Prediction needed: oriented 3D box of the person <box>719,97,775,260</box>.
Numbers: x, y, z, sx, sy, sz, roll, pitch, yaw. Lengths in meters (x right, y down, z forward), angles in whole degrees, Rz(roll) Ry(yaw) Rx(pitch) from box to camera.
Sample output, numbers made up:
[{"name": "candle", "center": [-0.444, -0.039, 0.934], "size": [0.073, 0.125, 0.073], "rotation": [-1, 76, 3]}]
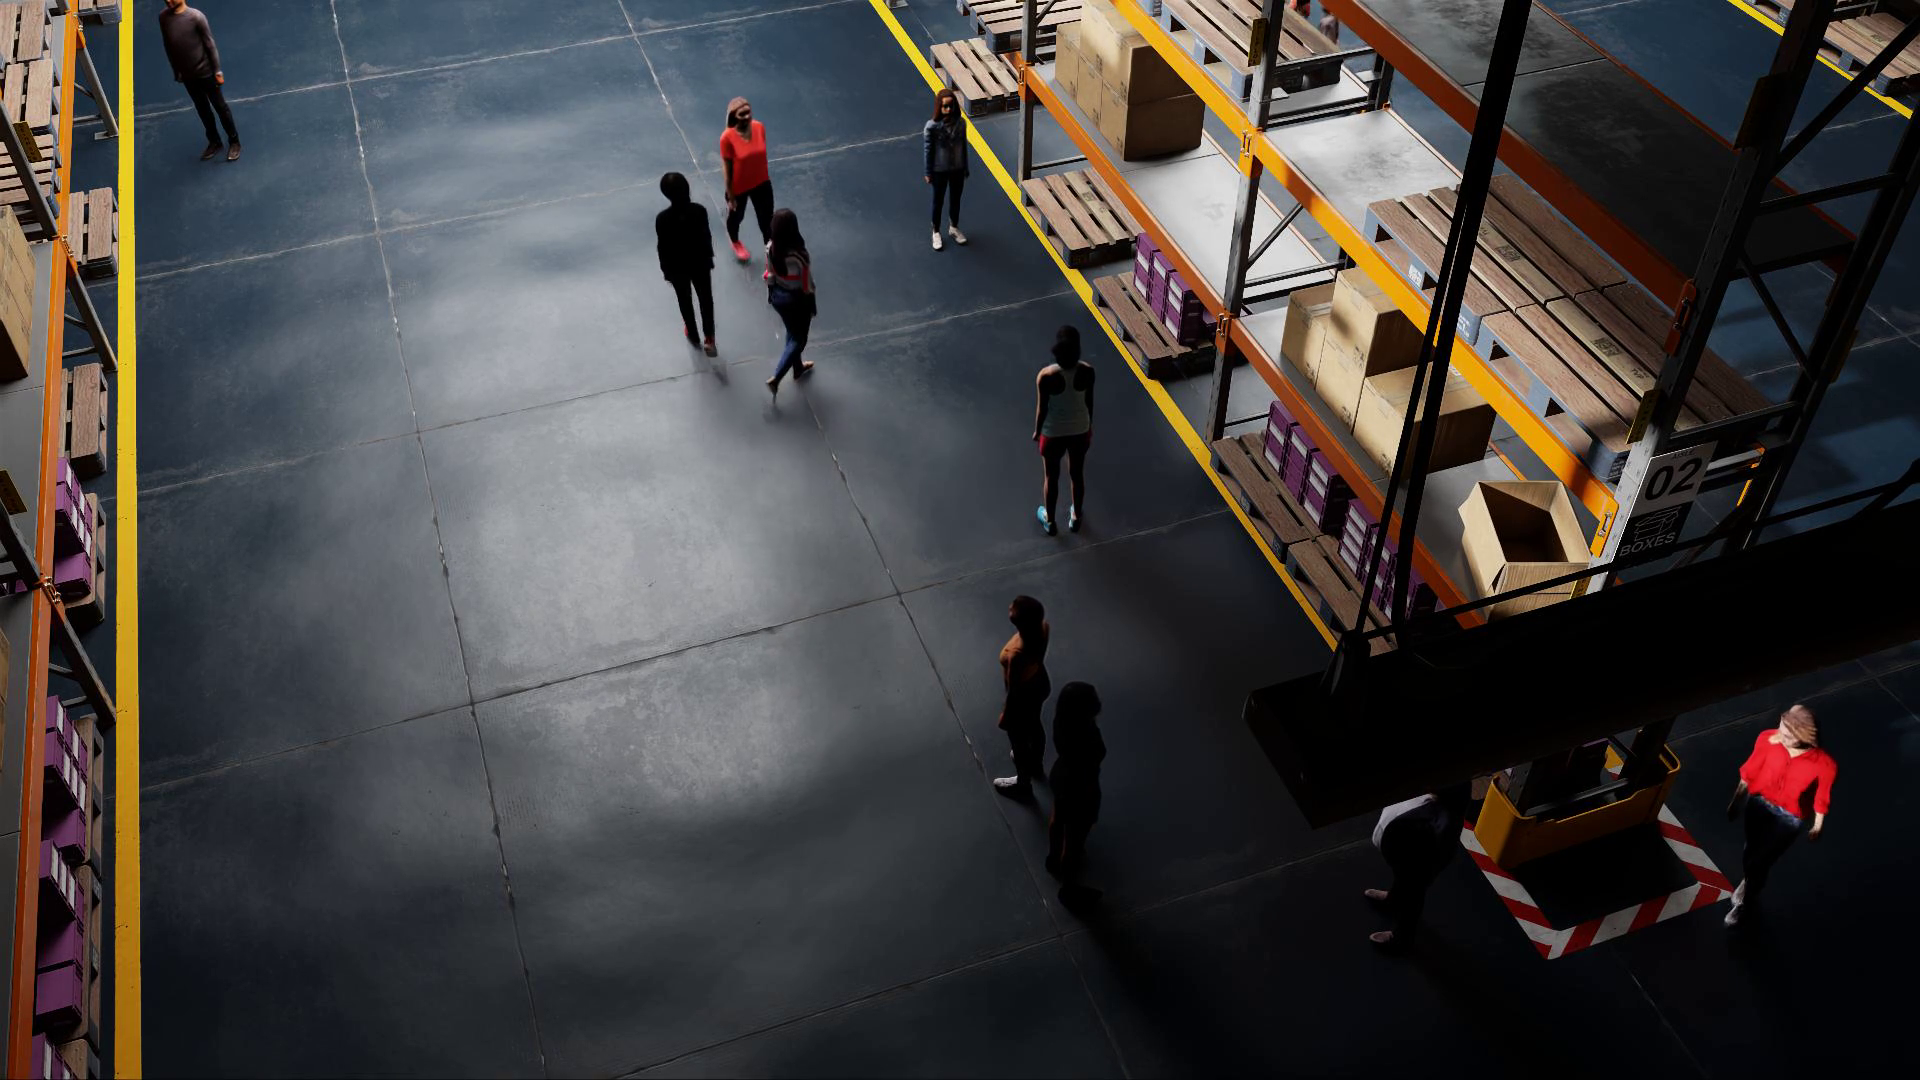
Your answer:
[{"name": "person", "center": [-1.859, -3.023, 14.204], "size": [0.793, 1.643, 1.200], "rotation": [-25, 49, -24]}]

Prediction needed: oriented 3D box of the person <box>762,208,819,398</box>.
[{"name": "person", "center": [-1.359, -1.816, 12.973], "size": [0.961, 1.593, 0.984], "rotation": [22, 48, 21]}]

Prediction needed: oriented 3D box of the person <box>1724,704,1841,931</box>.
[{"name": "person", "center": [4.649, 1.495, 9.445], "size": [0.748, 1.666, 0.854], "rotation": [31, 52, 28]}]

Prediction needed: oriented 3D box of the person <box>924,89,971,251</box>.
[{"name": "person", "center": [-0.114, -3.261, 14.574], "size": [0.576, 1.477, 0.506], "rotation": [-16, 46, -16]}]

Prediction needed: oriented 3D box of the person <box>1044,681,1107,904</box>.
[{"name": "person", "center": [0.654, 1.415, 9.475], "size": [0.669, 1.741, 0.478], "rotation": [-10, 44, -10]}]

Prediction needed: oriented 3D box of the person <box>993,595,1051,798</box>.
[{"name": "person", "center": [0.392, 0.940, 10.055], "size": [0.699, 1.628, 0.650], "rotation": [20, 47, 20]}]

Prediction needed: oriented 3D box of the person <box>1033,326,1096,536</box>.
[{"name": "person", "center": [0.740, -0.774, 11.749], "size": [0.636, 1.773, 0.622], "rotation": [-6, 44, -6]}]

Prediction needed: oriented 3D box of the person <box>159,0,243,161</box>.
[{"name": "person", "center": [-7.123, -4.410, 15.568], "size": [0.719, 1.769, 0.704], "rotation": [0, 44, 0]}]

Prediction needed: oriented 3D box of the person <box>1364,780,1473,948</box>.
[{"name": "person", "center": [2.566, 1.697, 9.277], "size": [0.850, 1.604, 0.757], "rotation": [6, 44, 6]}]

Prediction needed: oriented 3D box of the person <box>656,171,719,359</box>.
[{"name": "person", "center": [-2.148, -2.167, 13.295], "size": [0.589, 1.657, 0.884], "rotation": [-14, 45, -15]}]
